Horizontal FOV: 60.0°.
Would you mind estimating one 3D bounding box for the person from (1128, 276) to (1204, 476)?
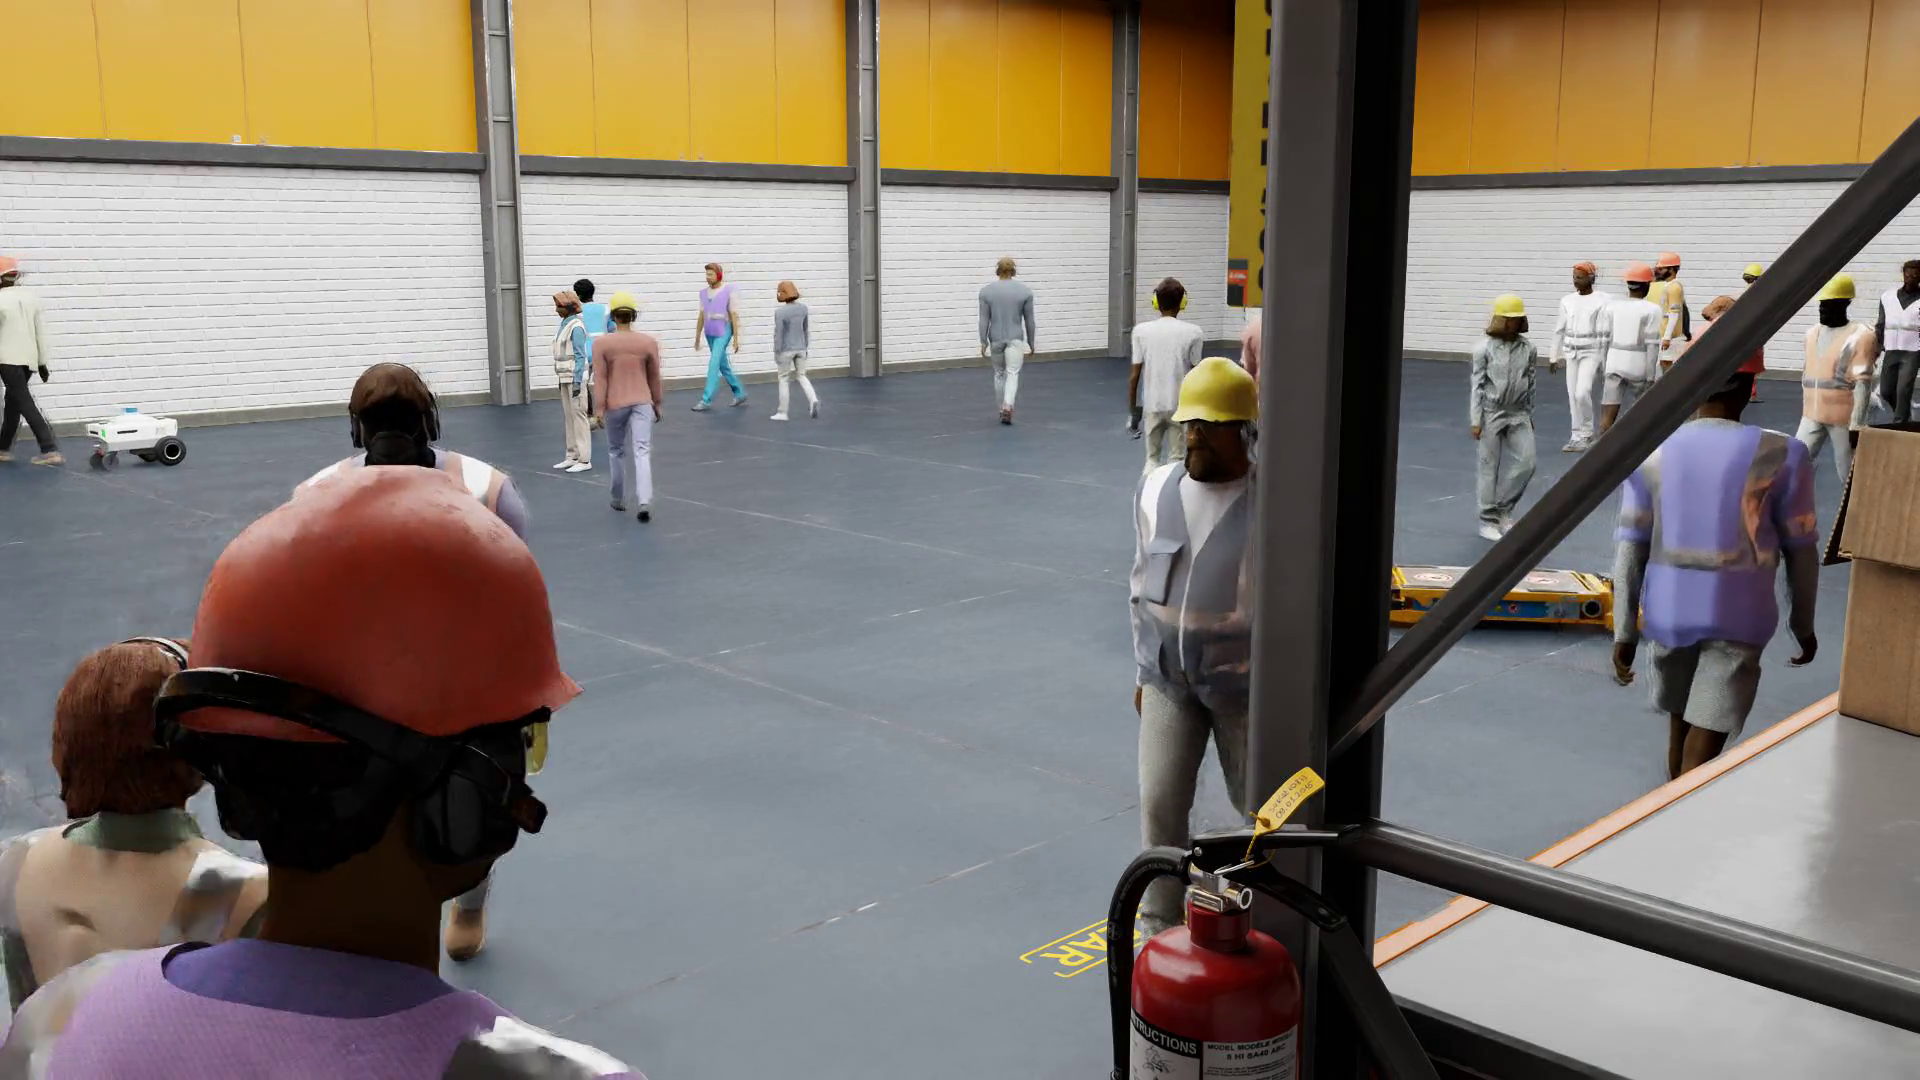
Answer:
[{"bbox_3d":[1.422,-0.875,11.447,0.491,1.855,0.414,4,11,20],"label":"person"}]

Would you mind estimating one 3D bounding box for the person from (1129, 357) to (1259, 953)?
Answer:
[{"bbox_3d":[0.772,0.365,4.814,0.599,1.806,0.842,7,12,33],"label":"person"}]

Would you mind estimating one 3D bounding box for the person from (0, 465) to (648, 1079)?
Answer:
[{"bbox_3d":[-0.473,0.940,1.228,0.624,1.971,1.154,4,11,19],"label":"person"}]

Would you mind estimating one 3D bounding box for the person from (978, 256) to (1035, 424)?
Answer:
[{"bbox_3d":[0.523,-2.277,18.954,0.637,1.909,0.963,1,10,7],"label":"person"}]

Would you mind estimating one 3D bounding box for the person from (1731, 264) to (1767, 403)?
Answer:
[{"bbox_3d":[10.077,-2.635,21.257,0.318,1.771,0.523,-6,12,-31],"label":"person"}]

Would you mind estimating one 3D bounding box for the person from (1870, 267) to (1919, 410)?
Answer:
[{"bbox_3d":[11.537,-2.508,20.410,0.922,1.838,0.540,-3,11,-18],"label":"person"}]

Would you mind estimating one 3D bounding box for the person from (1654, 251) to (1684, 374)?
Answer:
[{"bbox_3d":[8.467,-2.483,19.962,0.363,1.939,0.543,3,11,18],"label":"person"}]

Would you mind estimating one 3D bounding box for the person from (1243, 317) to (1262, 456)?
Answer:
[{"bbox_3d":[2.277,-0.885,11.423,0.681,1.866,0.894,5,12,26],"label":"person"}]

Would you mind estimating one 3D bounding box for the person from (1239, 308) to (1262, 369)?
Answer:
[{"bbox_3d":[3.517,-2.324,19.102,0.869,1.940,0.611,-7,13,-35],"label":"person"}]

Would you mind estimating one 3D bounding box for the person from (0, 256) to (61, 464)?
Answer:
[{"bbox_3d":[-8.866,-1.671,15.546,1.011,1.943,0.614,2,11,11],"label":"person"}]

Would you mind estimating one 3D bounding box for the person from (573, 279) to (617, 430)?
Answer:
[{"bbox_3d":[-3.912,-1.974,17.929,0.642,1.658,0.548,-5,12,-27],"label":"person"}]

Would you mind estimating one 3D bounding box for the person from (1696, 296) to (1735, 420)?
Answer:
[{"bbox_3d":[6.281,-1.216,13.887,0.285,1.633,0.498,3,11,15],"label":"person"}]

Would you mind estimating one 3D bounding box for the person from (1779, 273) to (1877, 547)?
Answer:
[{"bbox_3d":[5.973,-0.875,11.362,0.964,1.886,0.598,-4,11,-20],"label":"person"}]

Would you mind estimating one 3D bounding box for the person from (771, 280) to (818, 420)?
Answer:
[{"bbox_3d":[-1.917,-2.170,19.110,0.541,1.618,0.580,-10,14,-43],"label":"person"}]

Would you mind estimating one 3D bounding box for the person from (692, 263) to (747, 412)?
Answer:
[{"bbox_3d":[-2.968,-2.504,20.468,0.587,1.801,0.971,8,13,38],"label":"person"}]

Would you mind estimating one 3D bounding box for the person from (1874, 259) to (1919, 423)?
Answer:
[{"bbox_3d":[9.662,-1.913,16.977,0.756,1.897,0.599,-8,13,-37],"label":"person"}]

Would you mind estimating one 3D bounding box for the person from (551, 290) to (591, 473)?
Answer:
[{"bbox_3d":[-3.514,-1.433,15.057,0.308,1.639,0.511,-6,12,-31],"label":"person"}]

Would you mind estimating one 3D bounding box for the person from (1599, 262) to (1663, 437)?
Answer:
[{"bbox_3d":[6.040,-1.534,14.927,0.975,1.882,0.565,-9,14,-41],"label":"person"}]

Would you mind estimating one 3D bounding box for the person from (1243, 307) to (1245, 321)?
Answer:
[{"bbox_3d":[4.782,-3.661,26.597,0.510,1.864,0.315,2,11,9],"label":"person"}]

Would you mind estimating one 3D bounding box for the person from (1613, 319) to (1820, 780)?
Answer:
[{"bbox_3d":[2.394,0.241,5.286,0.555,1.877,1.041,10,14,42],"label":"person"}]

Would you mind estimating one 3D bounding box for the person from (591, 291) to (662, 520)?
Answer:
[{"bbox_3d":[-2.515,-1.025,12.619,0.534,1.721,0.926,-4,11,-20],"label":"person"}]

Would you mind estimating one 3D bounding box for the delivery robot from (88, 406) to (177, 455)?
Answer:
[{"bbox_3d":[-7.637,-0.993,15.359,0.477,0.478,0.707,9,14,40],"label":"delivery robot"}]

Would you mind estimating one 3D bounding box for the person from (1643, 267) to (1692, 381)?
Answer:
[{"bbox_3d":[8.993,-2.659,21.371,1.008,1.790,0.629,-7,13,-34],"label":"person"}]

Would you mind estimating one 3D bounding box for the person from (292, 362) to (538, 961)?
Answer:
[{"bbox_3d":[-1.466,0.413,4.524,0.632,1.812,0.860,-3,11,-15],"label":"person"}]

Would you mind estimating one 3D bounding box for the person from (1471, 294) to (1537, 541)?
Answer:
[{"bbox_3d":[3.800,-0.847,11.602,0.513,1.727,0.395,-2,11,-11],"label":"person"}]

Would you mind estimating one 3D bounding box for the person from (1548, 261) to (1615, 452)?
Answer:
[{"bbox_3d":[6.063,-1.780,16.308,0.472,1.872,0.621,-7,13,-34],"label":"person"}]

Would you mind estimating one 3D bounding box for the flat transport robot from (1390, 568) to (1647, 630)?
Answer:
[{"bbox_3d":[3.014,0.311,9.275,1.431,0.197,0.652,2,11,9],"label":"flat transport robot"}]

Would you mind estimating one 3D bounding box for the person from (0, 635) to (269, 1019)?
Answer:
[{"bbox_3d":[-1.090,0.941,2.191,0.536,1.615,0.637,4,11,22],"label":"person"}]
